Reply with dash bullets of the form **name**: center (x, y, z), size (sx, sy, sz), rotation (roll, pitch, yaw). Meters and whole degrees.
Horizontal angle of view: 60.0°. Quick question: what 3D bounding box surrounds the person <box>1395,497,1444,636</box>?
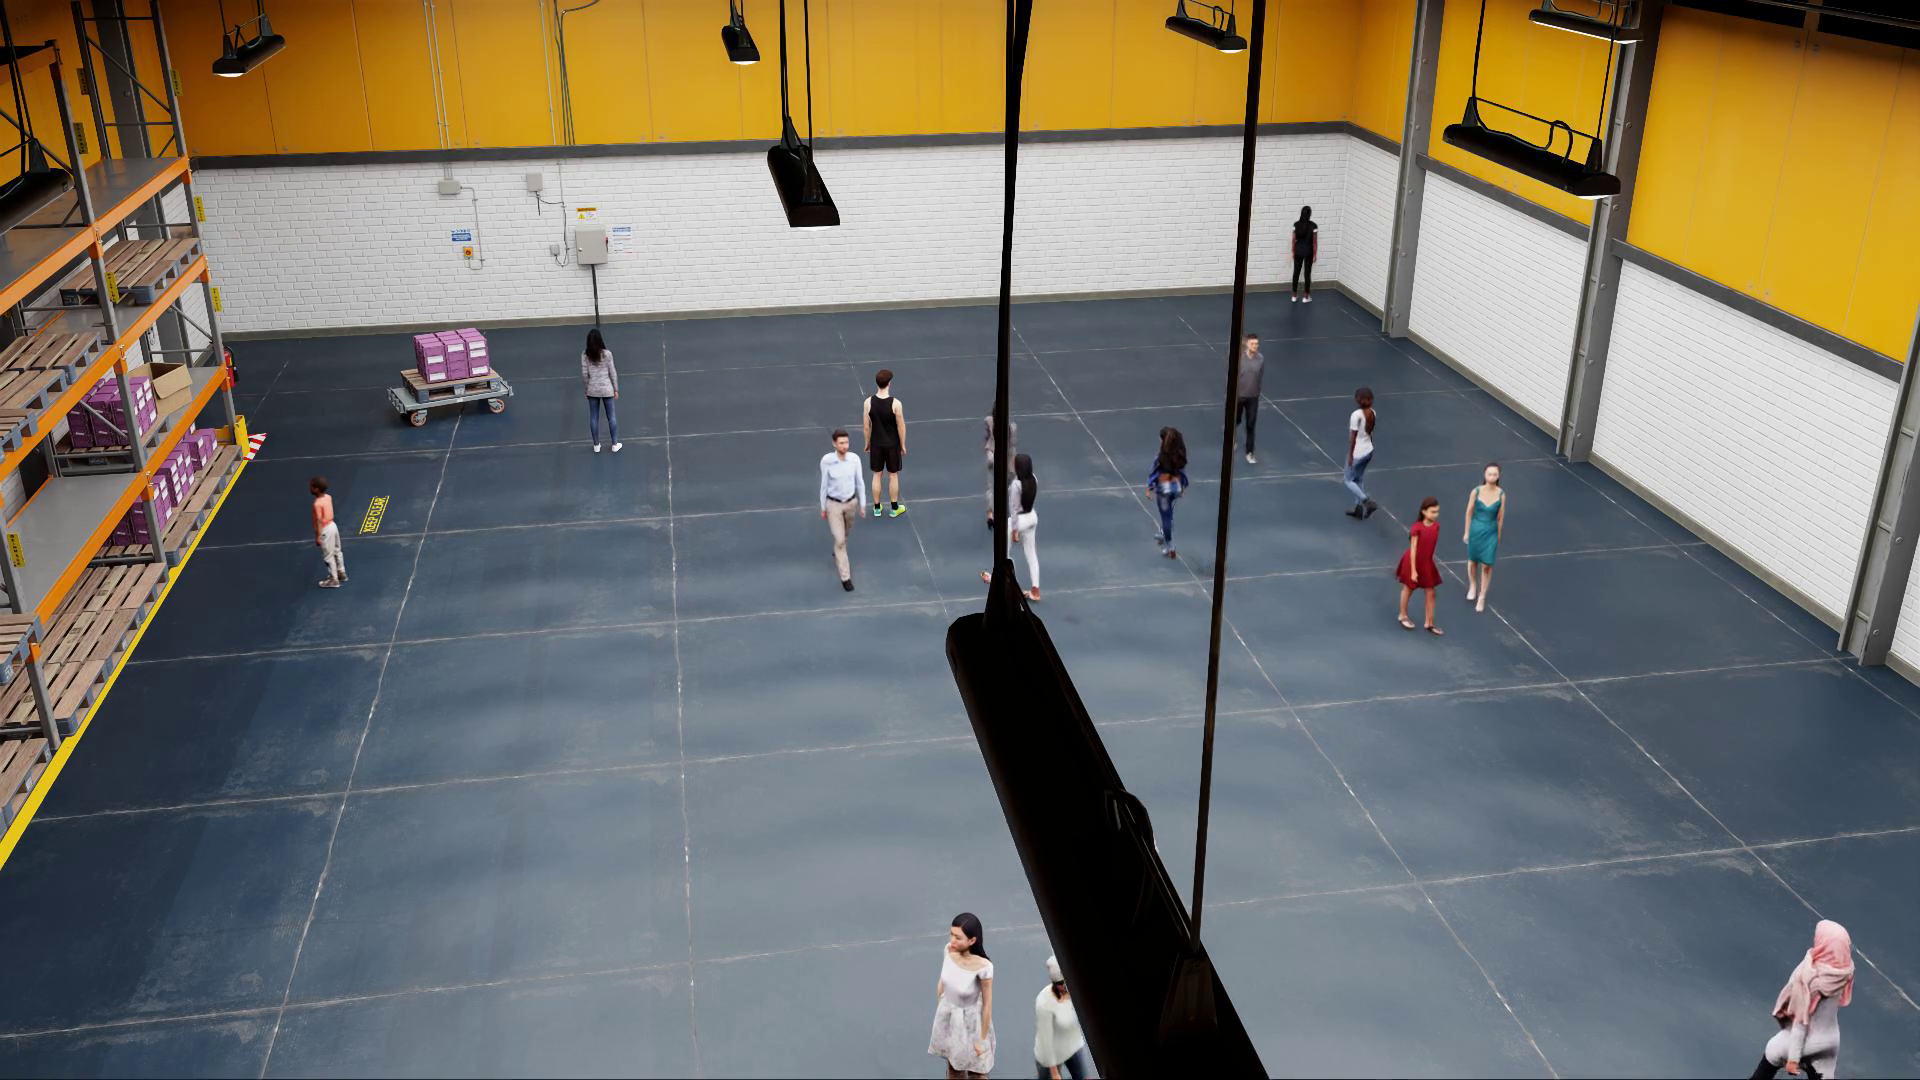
- **person**: center (4.877, 0.229, 17.837), size (0.636, 1.531, 0.841), rotation (-9, 25, -19)

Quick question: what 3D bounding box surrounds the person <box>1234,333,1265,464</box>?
- **person**: center (3.850, -1.970, 22.612), size (0.683, 1.735, 1.121), rotation (-2, 24, -4)

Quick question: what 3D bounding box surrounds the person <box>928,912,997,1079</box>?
- **person**: center (0.029, 3.169, 10.806), size (0.758, 1.774, 0.834), rotation (21, 31, 39)

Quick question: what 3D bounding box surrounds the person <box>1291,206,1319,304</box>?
- **person**: center (6.172, -5.142, 29.875), size (0.702, 1.730, 0.732), rotation (11, 26, 24)

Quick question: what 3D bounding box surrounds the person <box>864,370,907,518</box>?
- **person**: center (-0.935, -1.198, 20.651), size (0.764, 1.891, 0.713), rotation (4, 24, 9)

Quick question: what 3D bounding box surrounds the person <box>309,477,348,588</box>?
- **person**: center (-7.179, -0.104, 18.876), size (0.584, 1.309, 0.486), rotation (3, 24, 7)

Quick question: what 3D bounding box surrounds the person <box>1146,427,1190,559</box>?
- **person**: center (2.478, -0.547, 19.518), size (0.735, 1.606, 0.868), rotation (-11, 26, -24)

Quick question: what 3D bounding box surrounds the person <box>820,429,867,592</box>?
- **person**: center (-1.370, -0.412, 18.959), size (0.813, 1.806, 1.263), rotation (-9, 25, -21)

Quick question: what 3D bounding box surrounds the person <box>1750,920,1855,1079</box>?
- **person**: center (5.479, 3.278, 10.593), size (0.794, 1.746, 1.240), rotation (-8, 25, -18)

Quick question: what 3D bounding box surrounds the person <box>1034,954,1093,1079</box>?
- **person**: center (0.571, 3.285, 10.752), size (0.905, 1.606, 1.059), rotation (-21, 31, -39)

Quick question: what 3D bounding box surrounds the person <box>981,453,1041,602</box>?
- **person**: center (0.752, -0.117, 18.435), size (1.147, 1.686, 0.998), rotation (22, 32, 40)

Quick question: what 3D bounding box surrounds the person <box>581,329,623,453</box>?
- **person**: center (-4.938, -2.056, 22.813), size (0.641, 1.732, 0.566), rotation (-1, 24, -1)

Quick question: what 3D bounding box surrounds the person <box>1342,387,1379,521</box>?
- **person**: center (4.981, -1.020, 20.471), size (0.813, 1.709, 0.896), rotation (-19, 30, -36)

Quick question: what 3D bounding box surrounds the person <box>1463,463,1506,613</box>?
- **person**: center (5.775, -0.082, 18.384), size (0.760, 1.662, 0.884), rotation (9, 25, 20)

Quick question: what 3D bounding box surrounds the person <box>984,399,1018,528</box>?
- **person**: center (0.446, -0.918, 20.323), size (0.983, 1.641, 1.109), rotation (11, 26, 23)
